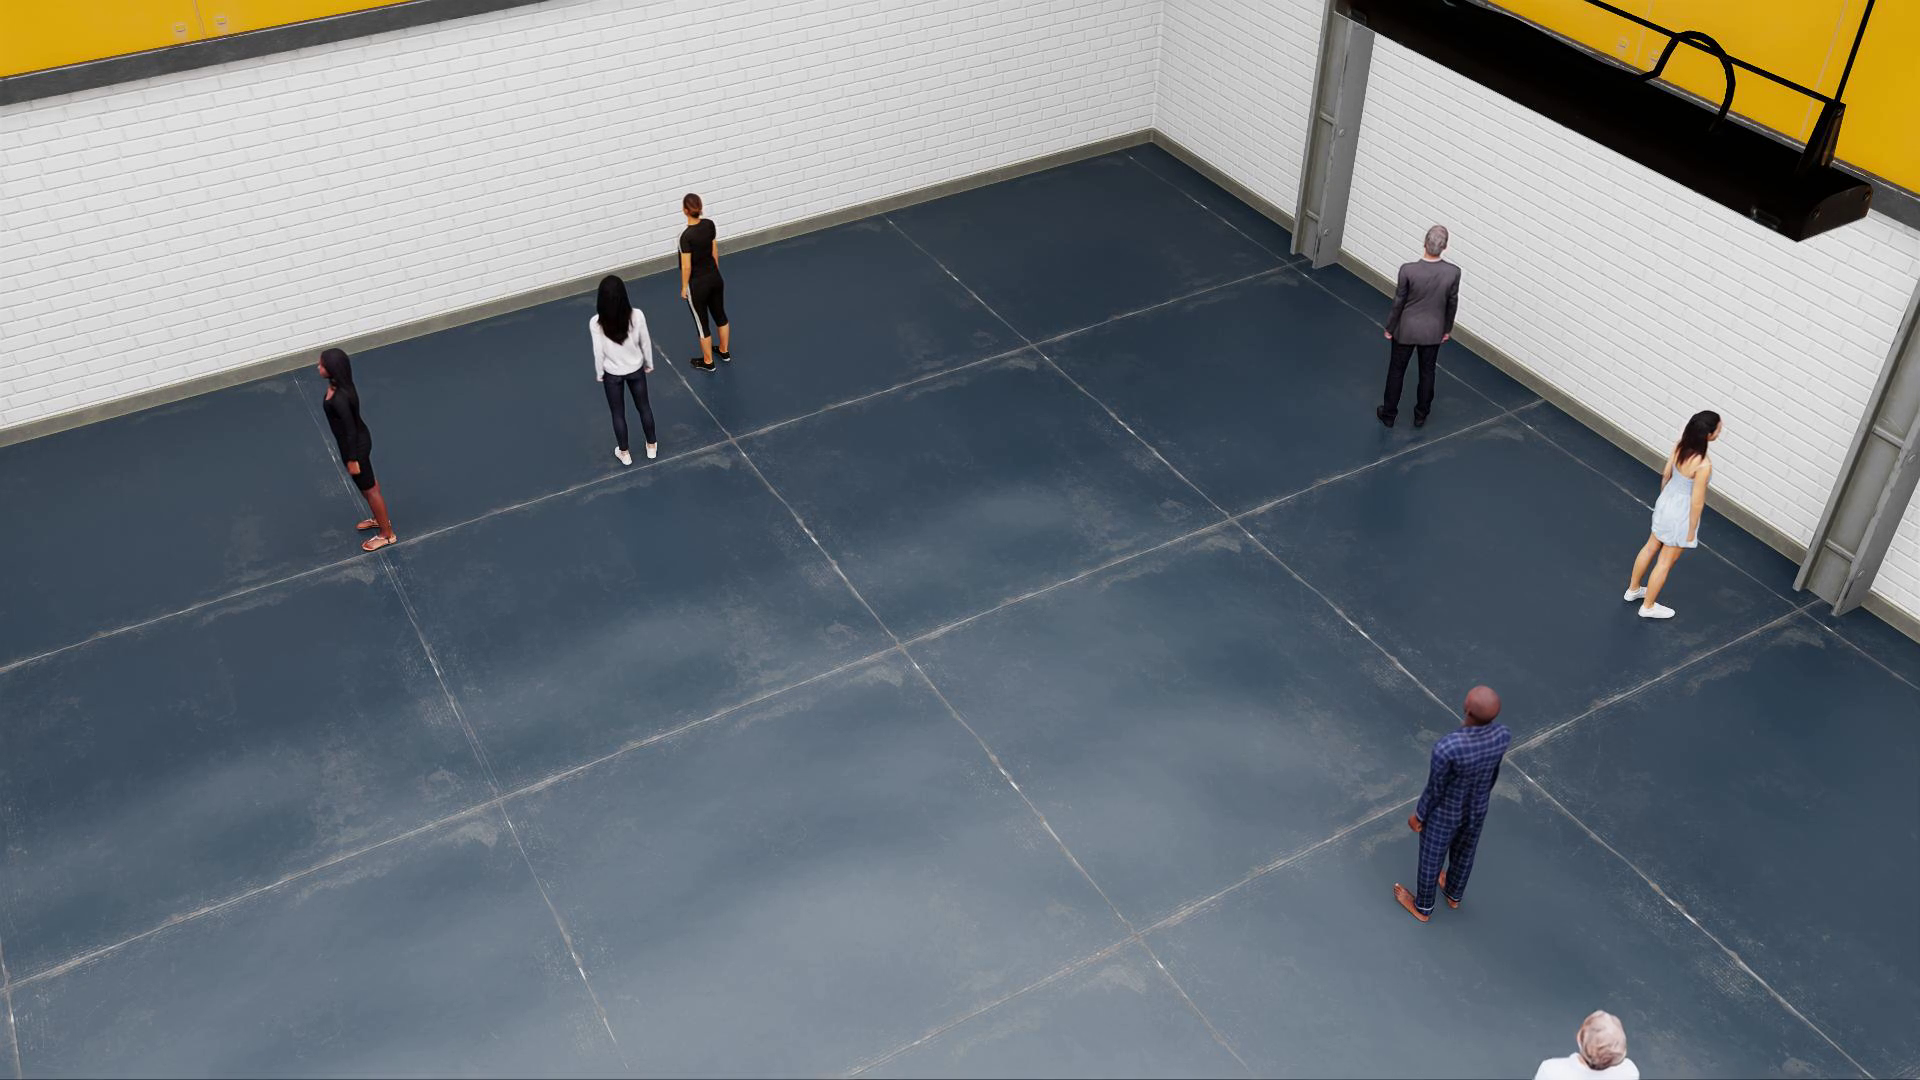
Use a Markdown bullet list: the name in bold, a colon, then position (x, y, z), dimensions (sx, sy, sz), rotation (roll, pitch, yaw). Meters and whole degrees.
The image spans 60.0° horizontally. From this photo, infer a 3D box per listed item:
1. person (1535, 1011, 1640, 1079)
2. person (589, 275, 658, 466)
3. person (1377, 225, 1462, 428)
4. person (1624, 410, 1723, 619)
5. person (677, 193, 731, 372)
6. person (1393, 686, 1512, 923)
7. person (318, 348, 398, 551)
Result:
- **person**: position (2.894, 2.877, 7.968), dimensions (0.741, 1.832, 0.735), rotation (0, 39, -1)
- **person**: position (-2.711, -1.373, 13.394), dimensions (0.642, 1.700, 0.575), rotation (-15, 41, -18)
- **person**: position (3.797, -1.764, 13.773), dimensions (0.810, 1.839, 0.797), rotation (1, 39, 1)
- **person**: position (5.121, -0.201, 11.904), dimensions (0.714, 1.730, 0.575), rotation (-7, 39, -8)
- **person**: position (-2.249, -2.267, 14.539), dimensions (0.615, 1.669, 0.641), rotation (27, 46, 30)
- **person**: position (2.894, 1.527, 9.668), dimensions (0.686, 1.819, 0.642), rotation (-14, 41, -17)
- **person**: position (-4.570, -0.699, 12.534), dimensions (0.695, 1.720, 0.470), rotation (-15, 41, -18)
